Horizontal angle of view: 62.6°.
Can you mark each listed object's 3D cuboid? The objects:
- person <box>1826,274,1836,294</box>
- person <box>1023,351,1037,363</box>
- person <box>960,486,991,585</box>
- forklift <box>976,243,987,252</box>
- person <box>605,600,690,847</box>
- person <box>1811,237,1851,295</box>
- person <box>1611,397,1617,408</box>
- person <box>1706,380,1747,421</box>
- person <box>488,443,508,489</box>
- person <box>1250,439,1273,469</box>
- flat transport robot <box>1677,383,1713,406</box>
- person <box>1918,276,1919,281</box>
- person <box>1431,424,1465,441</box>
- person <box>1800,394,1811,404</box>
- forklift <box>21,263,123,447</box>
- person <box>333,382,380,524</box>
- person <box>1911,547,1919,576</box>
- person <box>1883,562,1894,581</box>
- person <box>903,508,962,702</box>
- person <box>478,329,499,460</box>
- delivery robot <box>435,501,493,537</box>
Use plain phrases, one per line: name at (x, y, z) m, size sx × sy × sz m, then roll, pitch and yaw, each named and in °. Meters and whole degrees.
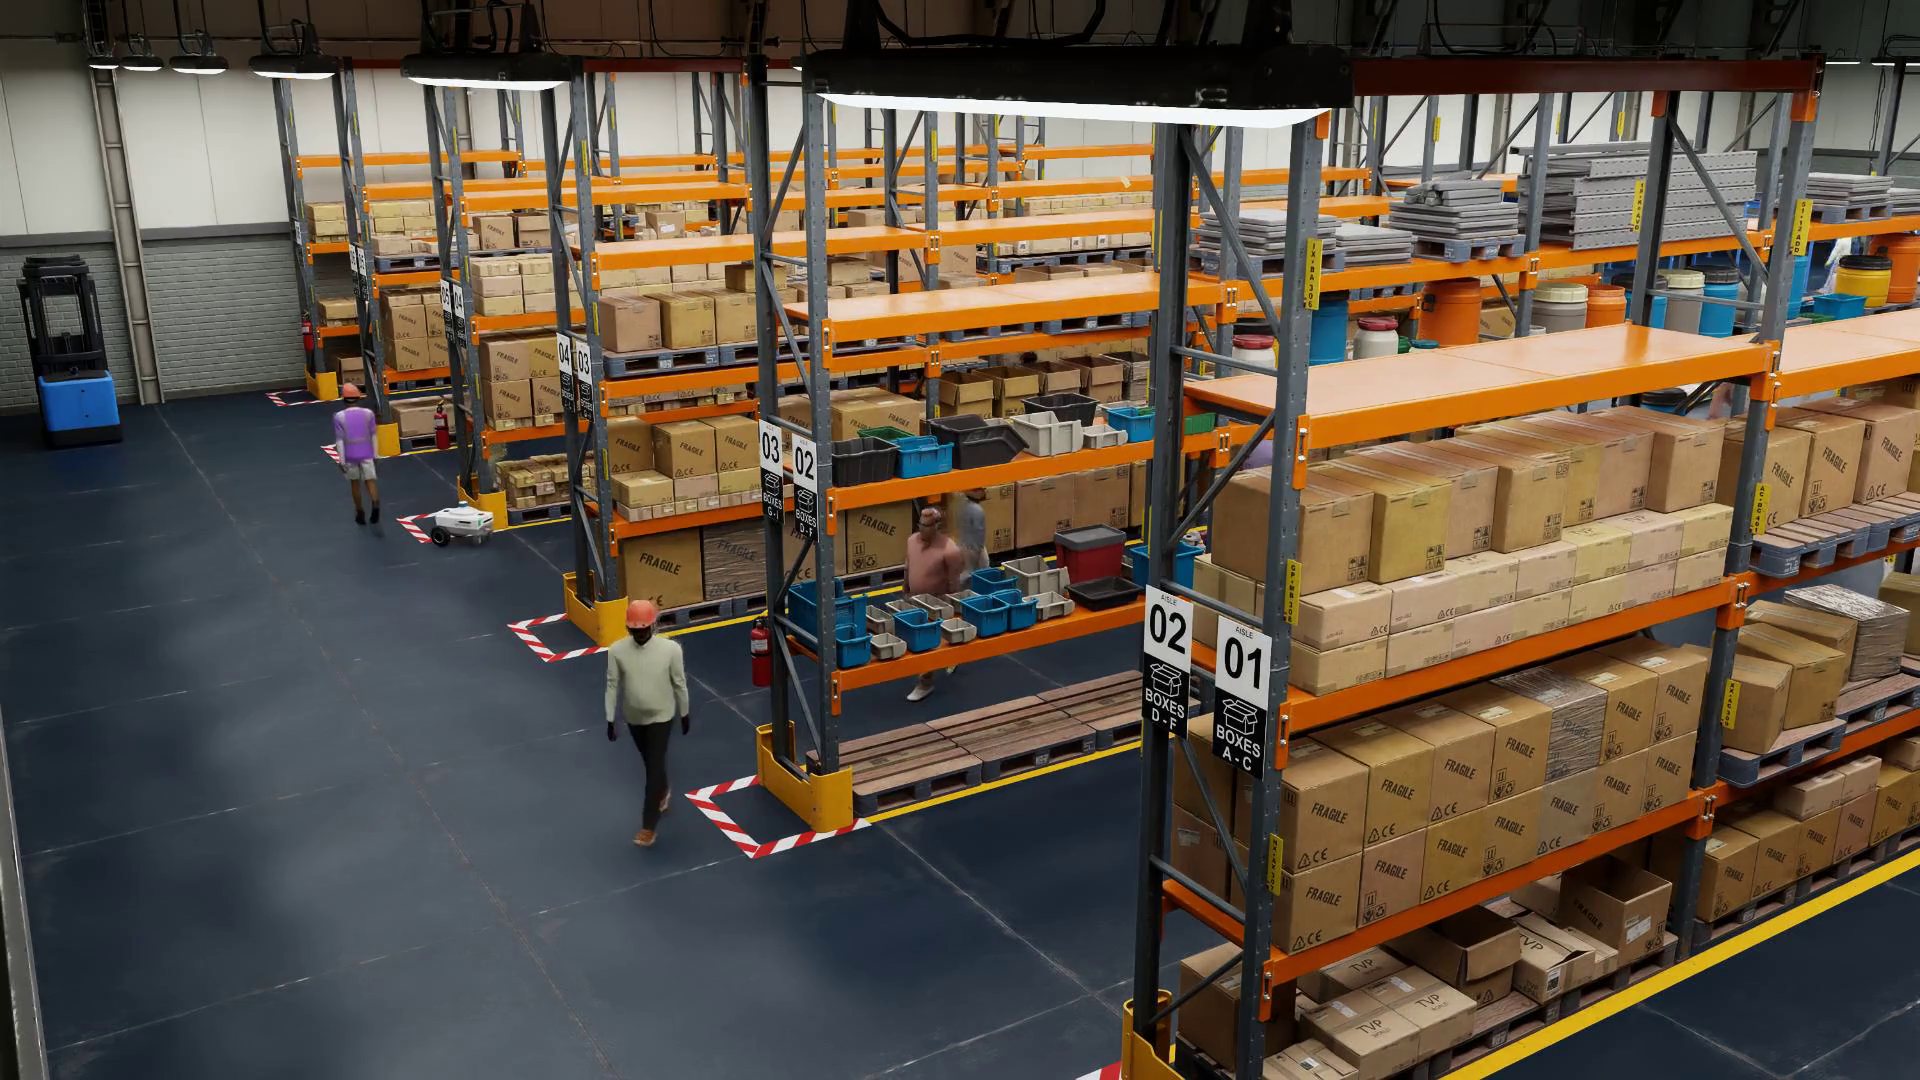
person at (18.810, -5.047, 33.775) m, size 0.594 × 1.872 × 0.661 m, roll -7°, pitch 18°, yaw -22°
person at (0.938, -1.856, 23.304) m, size 0.863 × 1.894 × 0.597 m, roll -11°, pitch 20°, yaw -31°
person at (0.118, 0.076, 17.441) m, size 0.698 × 1.608 × 0.505 m, roll -7°, pitch 18°, yaw -22°
forklift at (0.988, -5.474, 34.718) m, size 1.214 × 2.155 × 2.313 m, roll -10°, pitch 20°, yaw -31°
person at (-2.504, 1.389, 12.572) m, size 0.642 × 1.939 × 1.054 m, roll 2°, pitch 17°, yaw 6°
person at (22.558, -7.139, 40.618) m, size 1.025 × 1.886 × 0.651 m, roll 16°, pitch 23°, yaw 41°
person at (11.550, -3.080, 27.238) m, size 0.550 × 1.935 × 0.379 m, roll 1°, pitch 17°, yaw 3°
person at (12.845, -2.769, 26.326) m, size 0.931 × 1.876 × 0.645 m, roll 0°, pitch 17°, yaw -2°
person at (-6.729, -1.603, 22.532) m, size 0.532 × 1.849 × 0.569 m, roll 10°, pitch 20°, yaw 30°
person at (3.662, -0.585, 19.137) m, size 1.010 × 1.894 × 0.638 m, roll -7°, pitch 18°, yaw -20°
flat transport robot at (13.330, -2.678, 28.795) m, size 1.431 × 0.197 × 0.652 m, roll -13°, pitch 21°, yaw -36°
person at (20.001, -4.928, 33.398) m, size 0.678 × 1.879 × 0.652 m, roll 3°, pitch 17°, yaw 10°
person at (5.865, -0.594, 19.076) m, size 0.361 × 1.939 × 0.542 m, roll -11°, pitch 20°, yaw -33°
person at (14.820, -2.973, 27.388) m, size 0.311 × 1.636 × 0.521 m, roll 10°, pitch 20°, yaw 31°
forklift at (-14.518, -3.079, 25.708) m, size 1.129 × 2.768 × 1.873 m, roll -10°, pitch 20°, yaw -31°
person at (-7.937, -1.117, 20.842) m, size 0.542 × 1.919 × 0.655 m, roll -10°, pitch 20°, yaw -30°
person at (9.172, 0.639, 15.148) m, size 0.521 × 1.874 × 0.327 m, roll 10°, pitch 20°, yaw 29°
person at (10.818, -0.101, 18.025) m, size 0.543 × 1.589 × 0.844 m, roll 14°, pitch 22°, yaw 39°
person at (-0.255, 0.571, 15.350) m, size 0.791 × 1.885 × 0.651 m, roll -16°, pitch 23°, yaw -42°
person at (-7.286, -2.259, 24.386) m, size 0.403 × 2.036 × 0.615 m, roll -4°, pitch 18°, yaw -14°
delivery robot at (-6.341, -0.251, 20.203) m, size 0.707 × 0.478 × 0.477 m, roll 6°, pitch 18°, yaw 18°
